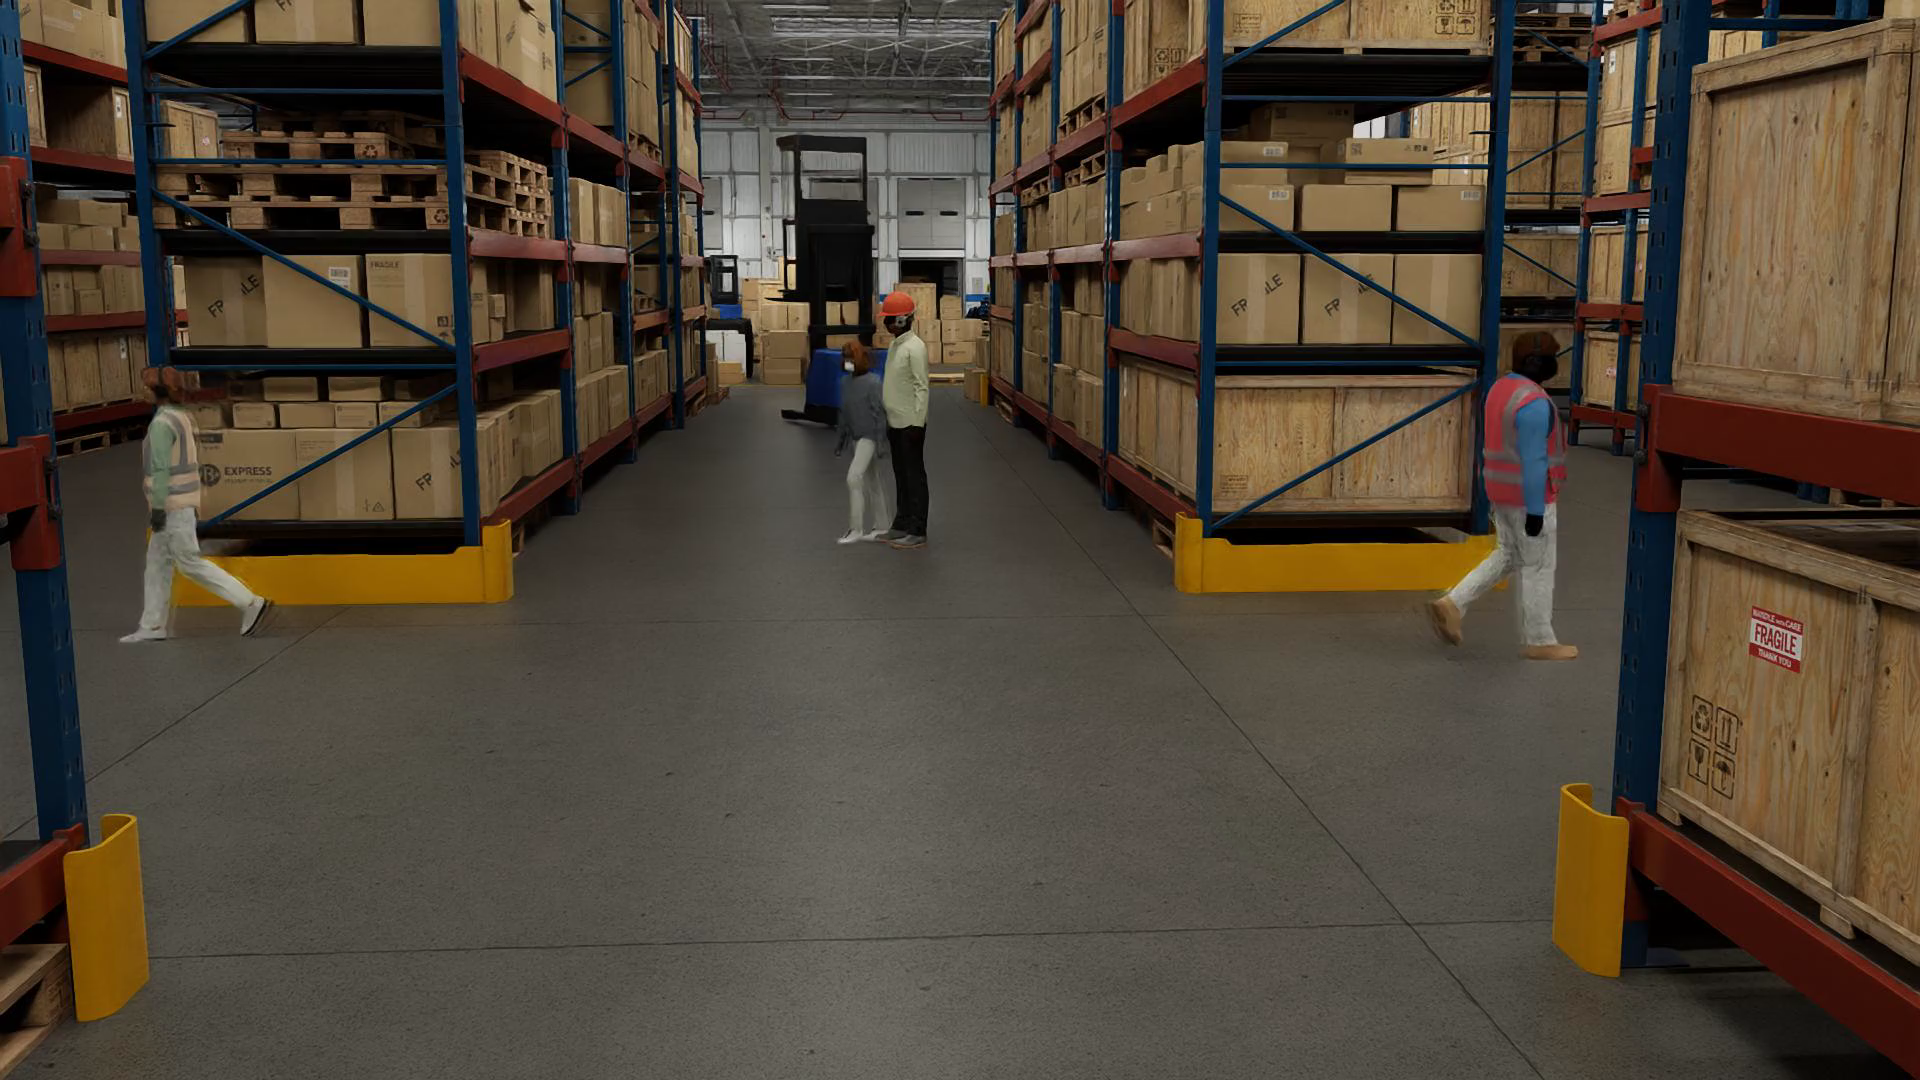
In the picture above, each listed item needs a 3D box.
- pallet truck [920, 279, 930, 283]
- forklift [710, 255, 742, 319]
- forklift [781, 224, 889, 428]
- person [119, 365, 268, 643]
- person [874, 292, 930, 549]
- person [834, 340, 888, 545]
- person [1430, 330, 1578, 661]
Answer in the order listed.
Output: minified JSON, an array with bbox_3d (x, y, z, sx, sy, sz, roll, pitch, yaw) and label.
[{"bbox_3d":[-0.932,-8.922,63.114,1.885,1.965,0.823,2,9,13],"label":"pallet truck"},{"bbox_3d":[-8.274,-8.634,58.542,1.129,2.768,1.873,-3,10,-19],"label":"forklift"},{"bbox_3d":[-1.664,-3.050,23.480,1.129,2.768,1.873,-5,10,-29],"label":"forklift"},{"bbox_3d":[-4.461,-0.205,9.582,0.760,1.616,0.514,-3,10,-19],"label":"person"},{"bbox_3d":[-0.440,-0.923,12.916,0.392,1.990,0.612,-4,10,-22],"label":"person"},{"bbox_3d":[-0.811,-0.764,13.096,0.629,1.604,0.516,-5,11,-31],"label":"person"},{"bbox_3d":[3.036,-0.237,9.116,0.712,1.826,0.634,0,9,-3],"label":"person"}]
